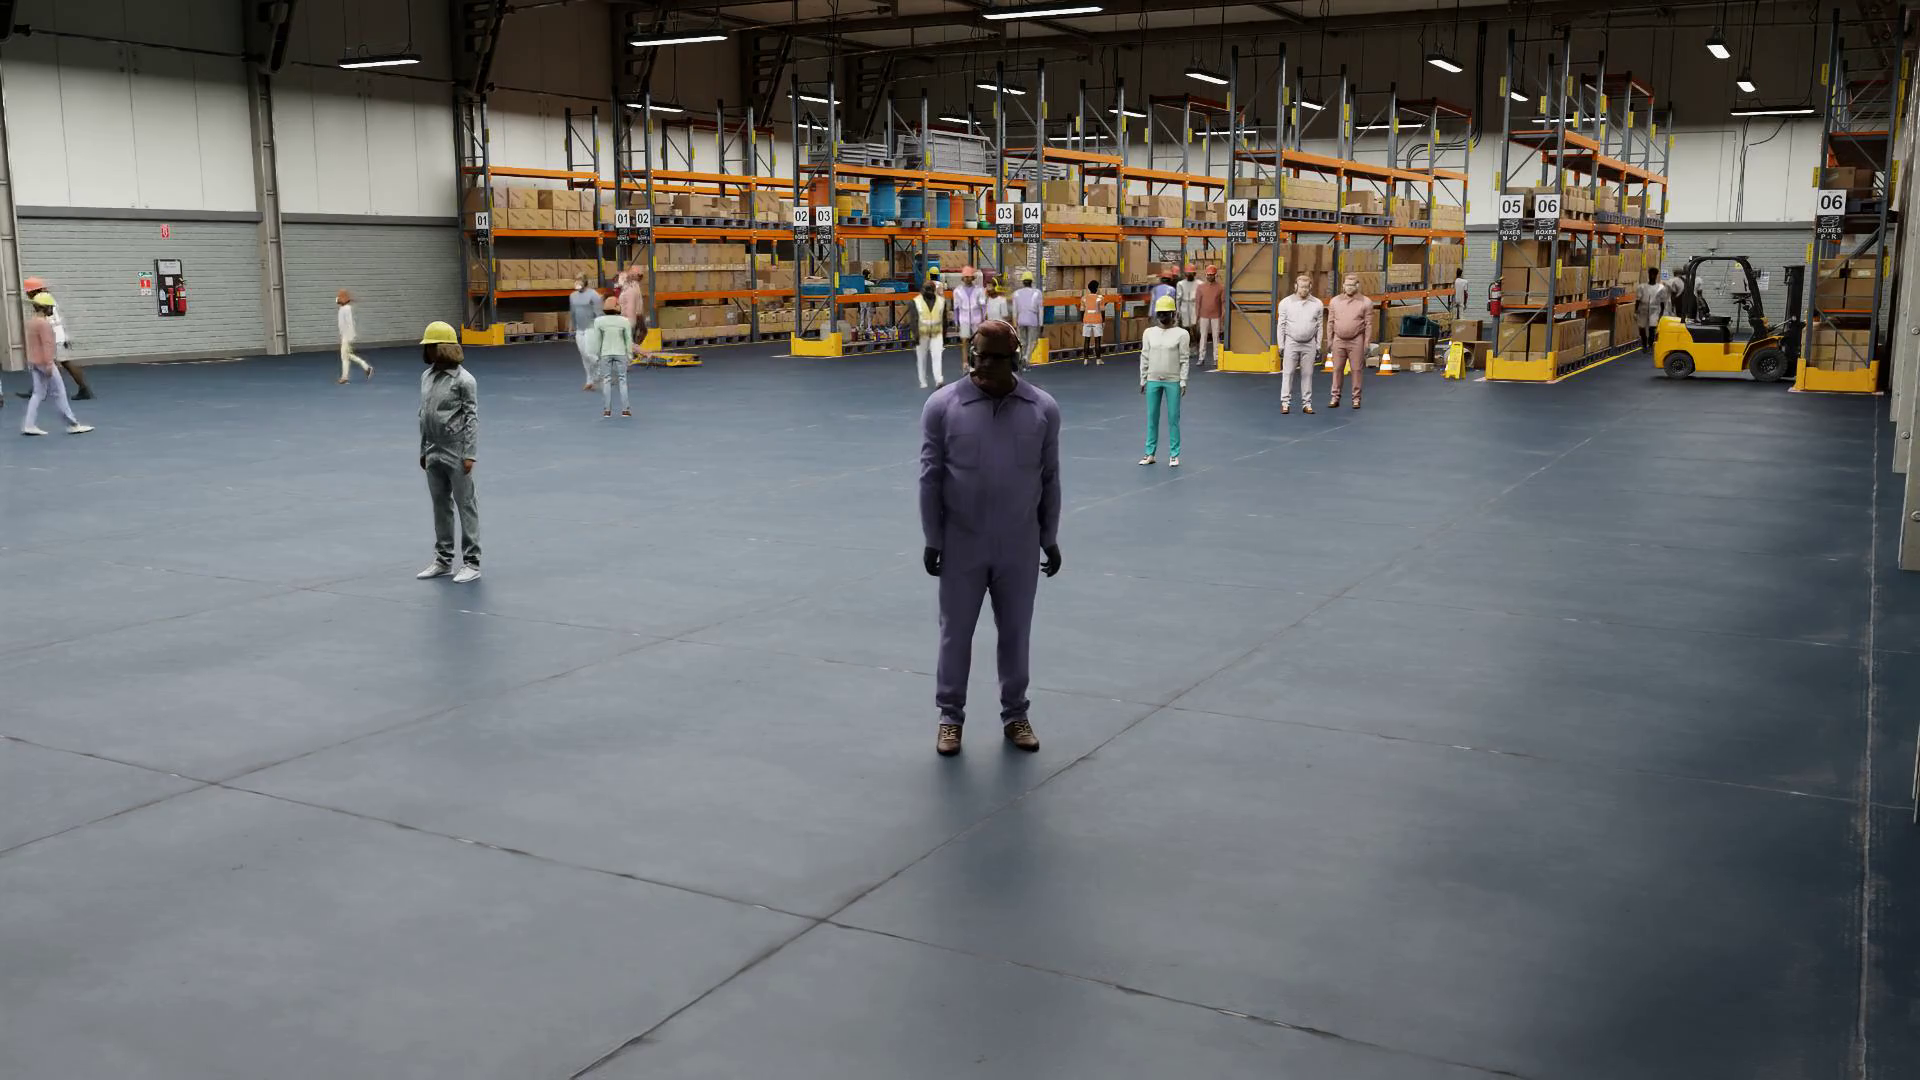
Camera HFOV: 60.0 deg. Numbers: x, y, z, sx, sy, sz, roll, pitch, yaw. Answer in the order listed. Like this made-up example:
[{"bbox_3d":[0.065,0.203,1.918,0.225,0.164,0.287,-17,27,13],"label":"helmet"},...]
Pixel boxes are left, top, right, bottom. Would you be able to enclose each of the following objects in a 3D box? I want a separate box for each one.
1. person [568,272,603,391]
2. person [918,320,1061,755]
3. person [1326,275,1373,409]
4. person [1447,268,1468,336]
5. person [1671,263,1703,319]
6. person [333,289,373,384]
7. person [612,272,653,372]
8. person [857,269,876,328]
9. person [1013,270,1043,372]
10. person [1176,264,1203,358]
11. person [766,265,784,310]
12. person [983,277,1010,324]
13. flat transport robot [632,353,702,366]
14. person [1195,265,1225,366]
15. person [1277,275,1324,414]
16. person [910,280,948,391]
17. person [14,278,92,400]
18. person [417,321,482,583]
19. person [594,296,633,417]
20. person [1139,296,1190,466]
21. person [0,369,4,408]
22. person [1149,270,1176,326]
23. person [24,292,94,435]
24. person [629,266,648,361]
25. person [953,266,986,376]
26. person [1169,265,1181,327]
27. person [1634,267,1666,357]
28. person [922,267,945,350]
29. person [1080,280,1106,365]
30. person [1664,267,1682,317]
[{"bbox_3d":[-6.030,-3.346,26.787,0.651,1.917,0.461,7,12,34],"label":"person"},{"bbox_3d":[0.139,-0.007,7.290,0.637,1.904,0.403,-2,10,-9],"label":"person"},{"bbox_3d":[5.557,-2.833,23.820,0.649,1.906,0.403,4,11,24],"label":"person"},{"bbox_3d":[13.309,-6.339,44.494,0.510,1.860,0.333,2,10,11],"label":"person"},{"bbox_3d":[17.959,-5.858,41.135,0.710,2.000,0.938,4,11,23],"label":"person"},{"bbox_3d":[-10.418,-3.475,28.413,0.619,1.616,0.513,-6,11,-29],"label":"person"},{"bbox_3d":[-6.172,-4.077,31.169,0.663,1.885,0.651,-3,10,-17],"label":"person"},{"bbox_3d":[-2.279,-5.690,40.656,0.531,1.870,0.316,4,11,23],"label":"person"},{"bbox_3d":[1.250,-4.083,31.128,0.597,1.907,0.598,4,10,20],"label":"person"},{"bbox_3d":[4.887,-4.874,35.483,0.604,2.000,0.936,3,10,18],"label":"person"},{"bbox_3d":[-5.076,-6.589,45.762,0.565,1.922,0.419,5,11,26],"label":"person"},{"bbox_3d":[0.535,-3.158,25.914,0.550,1.845,0.563,-5,11,-26],"label":"person"},{"bbox_3d":[-5.863,-3.614,33.172,1.431,0.197,0.652,8,13,41],"label":"flat transport robot"},{"bbox_3d":[4.985,-4.462,33.098,0.618,1.994,0.380,3,10,17],"label":"person"},{"bbox_3d":[4.702,-2.690,22.980,0.643,1.909,0.411,0,10,-1],"label":"person"},{"bbox_3d":[-0.501,-3.332,27.126,0.622,1.784,1.037,-2,10,-10],"label":"person"},{"bbox_3d":[-13.653,-2.997,24.945,1.064,1.845,0.548,-5,11,-26],"label":"person"},{"bbox_3d":[-3.438,-0.585,11.131,0.483,1.745,0.299,5,11,29],"label":"person"},{"bbox_3d":[-4.696,-2.482,22.560,0.507,1.631,0.280,-1,10,-6],"label":"person"},{"bbox_3d":[2.117,-1.646,17.279,0.524,1.769,0.308,4,11,23],"label":"person"},{"bbox_3d":[-9.183,-1.371,15.359,0.598,1.871,0.542,-3,10,-16],"label":"person"},{"bbox_3d":[4.337,-4.862,35.826,0.569,1.879,0.933,6,11,31],"label":"person"},{"bbox_3d":[-11.081,-2.138,20.245,0.546,1.729,0.748,9,13,42],"label":"person"},{"bbox_3d":[-6.709,-4.688,34.491,0.480,1.977,0.634,-3,10,-14],"label":"person"},{"bbox_3d":[0.184,-4.025,30.557,0.624,2.005,1.025,0,10,-1],"label":"person"},{"bbox_3d":[4.914,-5.303,38.083,0.622,1.977,0.747,5,11,29],"label":"person"},{"bbox_3d":[15.020,-4.970,36.197,0.619,1.947,0.620,6,11,29],"label":"person"},{"bbox_3d":[-0.608,-5.364,38.574,0.587,1.927,0.367,6,11,31],"label":"person"},{"bbox_3d":[2.657,-4.331,33.201,0.531,1.697,0.320,5,11,25],"label":"person"},{"bbox_3d":[18.509,-6.097,42.945,0.628,1.901,0.957,1,10,8],"label":"person"}]
